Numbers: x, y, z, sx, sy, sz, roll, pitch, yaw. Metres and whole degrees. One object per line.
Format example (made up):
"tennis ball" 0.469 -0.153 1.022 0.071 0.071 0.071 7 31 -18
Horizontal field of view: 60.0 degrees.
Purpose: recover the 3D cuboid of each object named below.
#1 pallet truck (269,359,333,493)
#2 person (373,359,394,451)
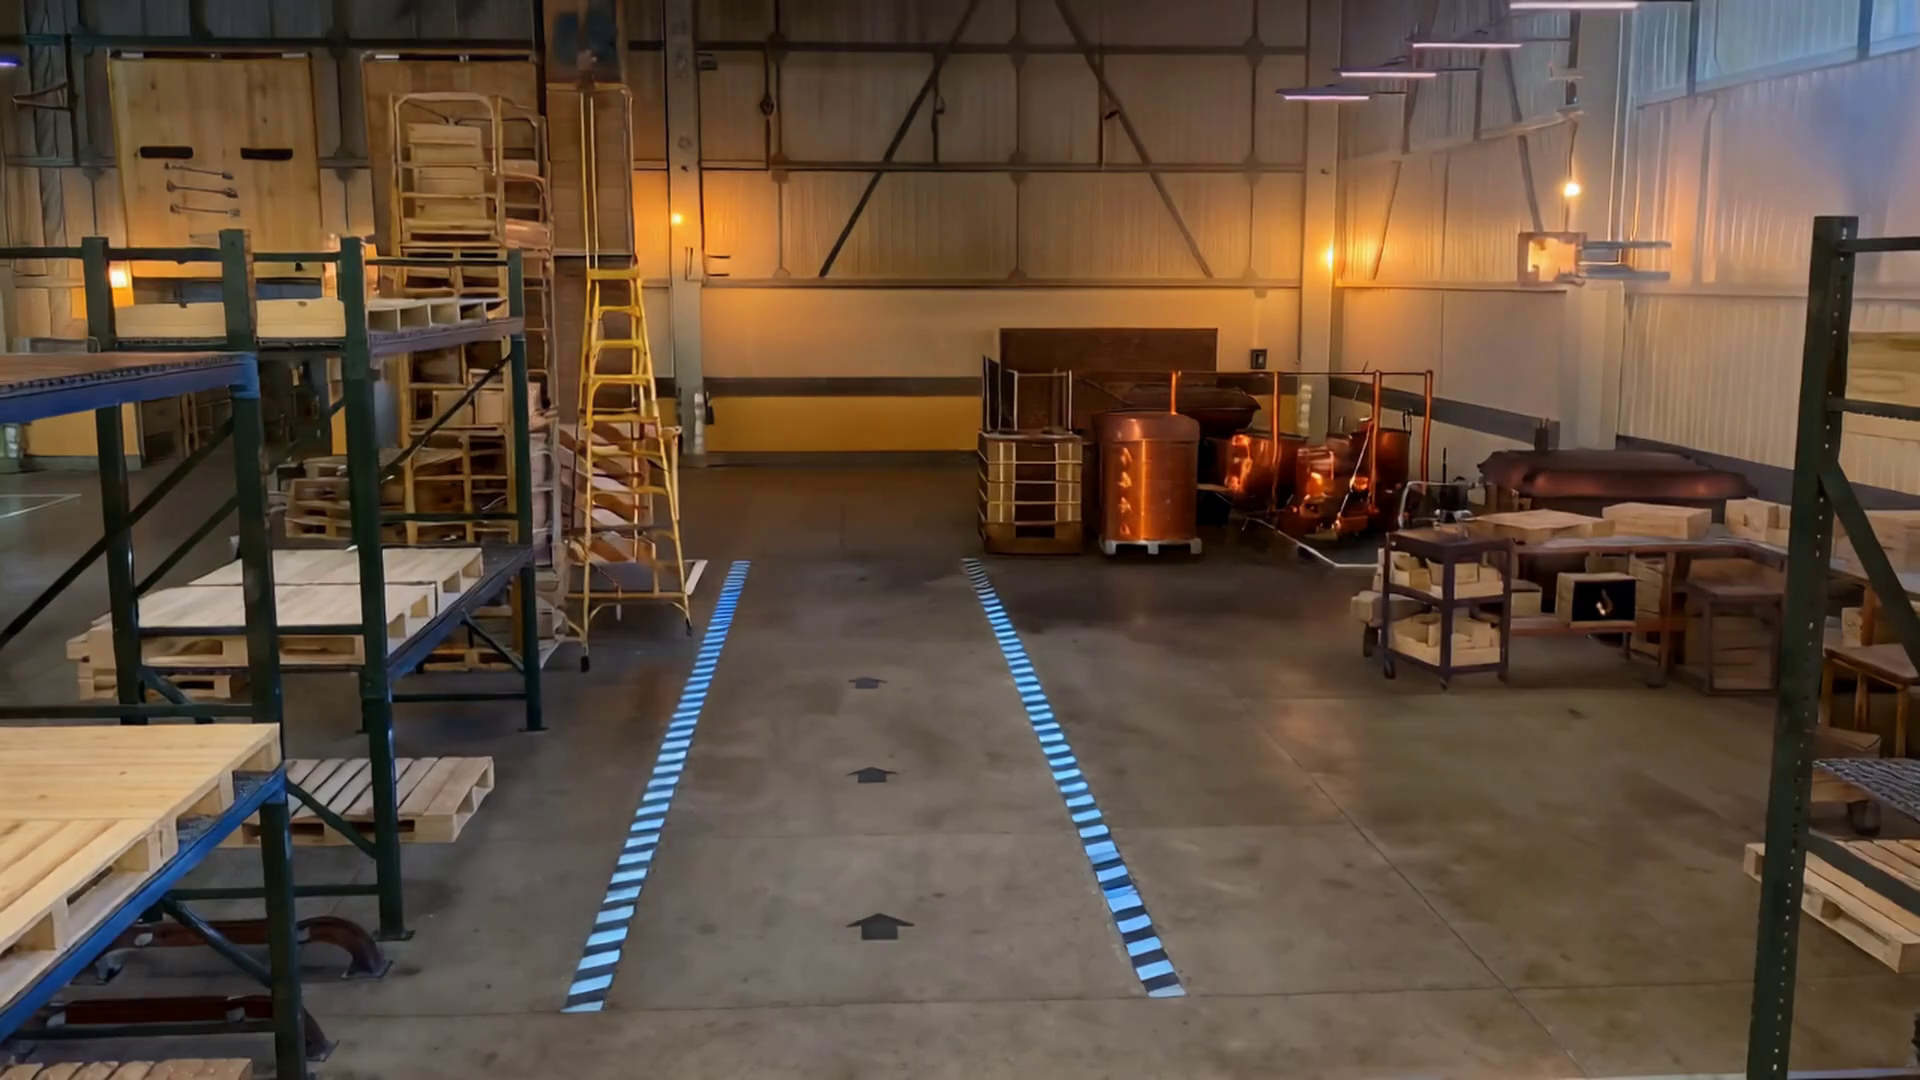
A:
"pallet truck" -7.062 -1.131 18.996 1.885 1.965 0.823 2 9 13
"person" -7.070 -1.301 20.335 0.773 1.919 0.566 4 10 24
